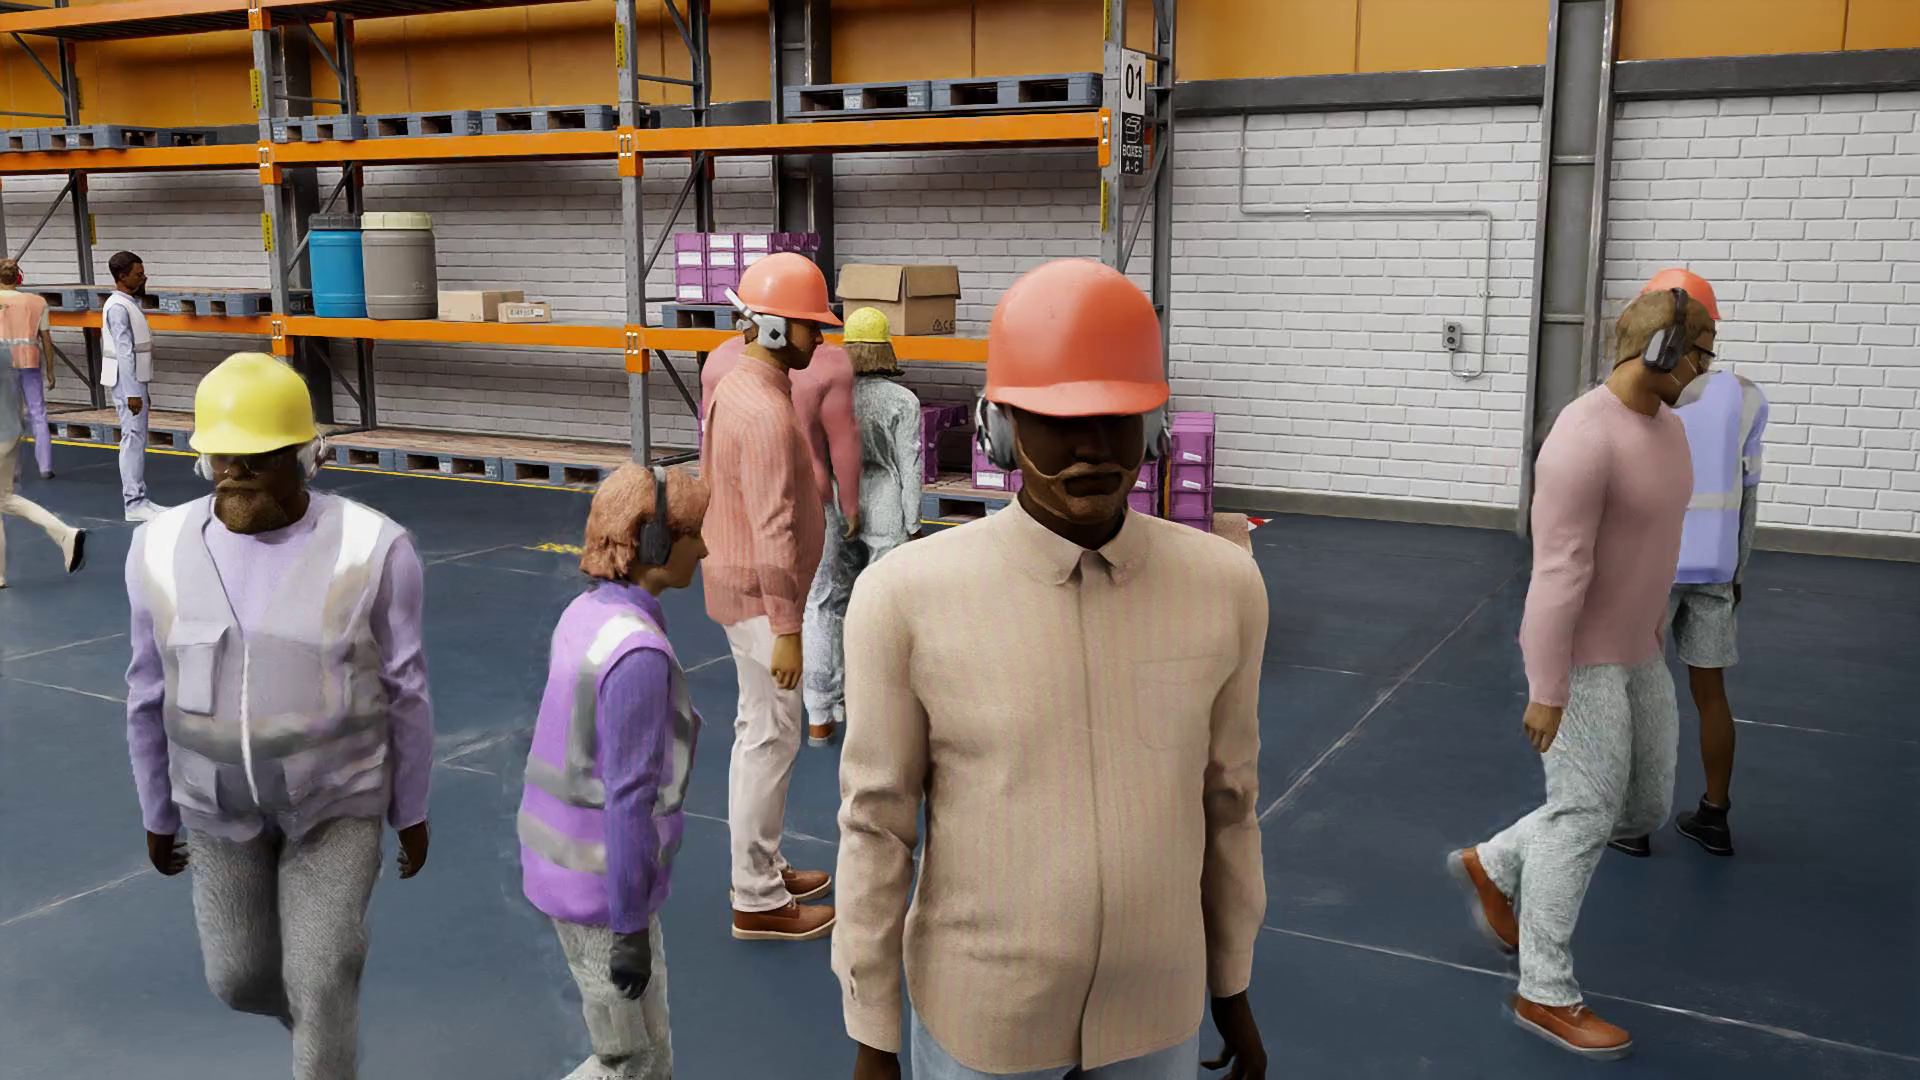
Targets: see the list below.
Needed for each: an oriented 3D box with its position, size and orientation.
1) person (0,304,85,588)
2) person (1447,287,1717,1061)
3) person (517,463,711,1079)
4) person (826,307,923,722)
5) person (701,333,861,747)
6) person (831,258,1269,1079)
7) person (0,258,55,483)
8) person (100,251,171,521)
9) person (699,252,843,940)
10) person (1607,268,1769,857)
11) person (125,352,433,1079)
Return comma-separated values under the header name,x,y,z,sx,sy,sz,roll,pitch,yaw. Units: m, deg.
name,x,y,z,sx,sy,sz,roll,pitch,yaw
person,-5.473,-0.580,9.531,0.616,1.747,0.538,-3,11,-14
person,1.563,0.307,4.269,0.567,1.905,0.685,10,14,43
person,-0.725,0.664,3.107,0.560,1.614,0.521,-5,11,-24
person,-0.377,-0.090,6.911,0.483,1.737,0.320,4,11,19
person,-0.704,-0.139,6.643,0.635,1.940,0.391,3,11,16
person,0.140,0.627,2.259,0.622,1.992,0.394,-3,11,-17
person,-7.800,-1.395,13.751,0.569,1.844,0.378,-8,13,-39
person,-5.934,-1.096,11.920,0.392,1.919,0.591,-4,11,-22
person,-0.536,0.176,4.789,0.411,1.980,0.626,-3,11,-14
person,2.335,0.079,5.490,0.557,1.924,0.431,-1,10,-4
person,-1.392,0.498,3.481,0.600,1.803,0.686,-1,10,-4
